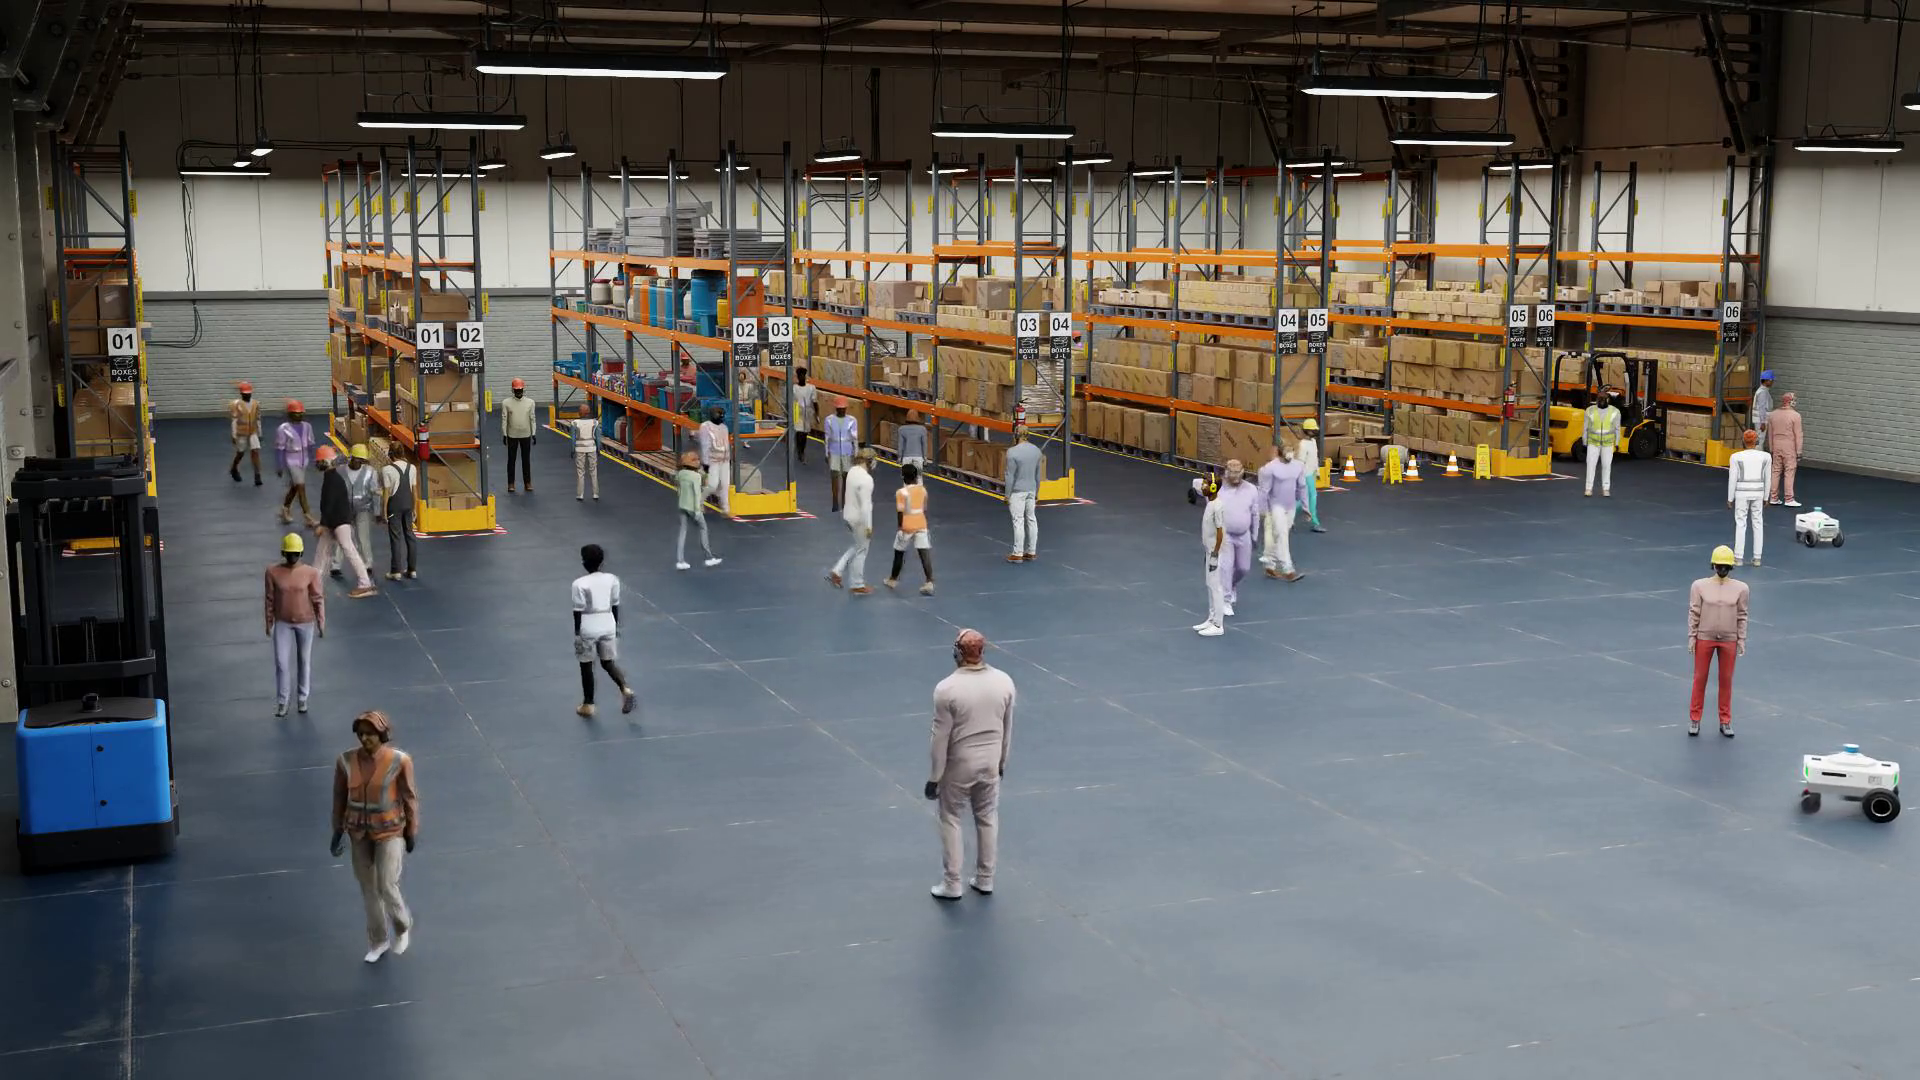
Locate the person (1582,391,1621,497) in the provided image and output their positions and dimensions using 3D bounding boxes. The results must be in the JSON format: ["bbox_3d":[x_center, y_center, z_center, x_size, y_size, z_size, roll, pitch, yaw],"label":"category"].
[{"bbox_3d":[11.116,-1.673,36.322,0.634,1.841,0.429,2,9,16],"label":"person"}]

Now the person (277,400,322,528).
[{"bbox_3d":[-10.413,-1.215,32.796,1.093,1.989,0.627,6,10,33],"label":"person"}]

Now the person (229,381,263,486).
[{"bbox_3d":[-13.007,-1.959,38.105,0.590,1.894,0.907,-7,11,-40],"label":"person"}]

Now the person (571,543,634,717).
[{"bbox_3d":[-3.408,0.871,19.883,0.635,1.683,0.541,8,12,44],"label":"person"}]

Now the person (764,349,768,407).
[{"bbox_3d":[-4.691,-4.195,52.934,0.835,1.896,0.558,7,11,38],"label":"person"}]

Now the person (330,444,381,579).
[{"bbox_3d":[-8.088,-0.392,27.970,0.680,1.795,0.449,-1,9,-9],"label":"person"}]

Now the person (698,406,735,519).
[{"bbox_3d":[-3.911,-1.246,33.582,0.627,1.806,0.648,7,11,38],"label":"person"}]

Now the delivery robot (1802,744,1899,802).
[{"bbox_3d":[7.121,1.877,16.752,0.707,0.478,0.477,3,9,22],"label":"delivery robot"}]

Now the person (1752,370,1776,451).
[{"bbox_3d":[15.313,-2.268,39.937,0.405,1.948,0.605,3,9,19],"label":"person"}]

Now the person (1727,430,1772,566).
[{"bbox_3d":[10.900,-0.587,28.939,0.573,1.885,0.356,1,9,4],"label":"person"}]

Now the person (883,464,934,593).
[{"bbox_3d":[-0.623,-0.156,26.842,0.546,1.643,0.880,-7,11,-39],"label":"person"}]

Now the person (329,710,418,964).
[{"bbox_3d":[-3.730,1.888,13.306,0.519,1.627,0.374,2,9,11],"label":"person"}]

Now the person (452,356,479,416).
[{"bbox_3d":[-11.825,-3.715,49.783,0.905,1.890,0.592,-8,11,-42],"label":"person"}]

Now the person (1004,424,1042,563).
[{"bbox_3d":[0.880,-0.655,29.240,0.623,1.933,0.361,-8,12,-42],"label":"person"}]

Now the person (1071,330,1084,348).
[{"bbox_3d":[3.107,-4.577,55.397,0.372,1.929,0.543,2,9,11],"label":"person"}]

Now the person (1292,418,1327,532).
[{"bbox_3d":[5.344,-1.015,32.236,0.703,1.746,0.550,4,9,26],"label":"person"}]

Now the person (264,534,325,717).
[{"bbox_3d":[-6.356,0.817,19.999,0.553,1.743,0.668,-2,9,-14],"label":"person"}]

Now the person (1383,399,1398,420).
[{"bbox_3d":[9.930,-3.421,48.342,0.483,1.737,0.320,8,12,43],"label":"person"}]

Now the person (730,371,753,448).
[{"bbox_3d":[-4.617,-2.750,44.173,0.517,1.639,0.313,-5,10,-28],"label":"person"}]

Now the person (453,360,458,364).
[{"bbox_3d":[-10.717,-2.926,44.704,0.600,1.830,0.403,-6,10,-35],"label":"person"}]

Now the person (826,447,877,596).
[{"bbox_3d":[-1.313,-0.230,26.491,0.564,1.904,0.669,-3,9,-20],"label":"person"}]

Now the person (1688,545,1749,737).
[{"bbox_3d":[6.970,0.921,19.277,0.525,1.769,0.308,2,9,11],"label":"person"}]

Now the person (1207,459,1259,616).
[{"bbox_3d":[3.300,-0.058,25.435,0.649,1.890,0.663,-2,9,-11],"label":"person"}]

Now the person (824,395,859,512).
[{"bbox_3d":[-1.945,-1.407,34.312,0.565,1.904,0.846,0,9,-1],"label":"person"}]

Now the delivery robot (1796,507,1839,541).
[{"bbox_3d":[12.627,-0.236,30.842,0.477,0.478,0.707,-1,8,-6],"label":"delivery robot"}]

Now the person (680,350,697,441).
[{"bbox_3d":[-5.968,-3.152,45.686,0.613,1.991,0.392,-3,9,-19],"label":"person"}]

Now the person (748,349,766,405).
[{"bbox_3d":[-5.028,-3.927,51.187,0.616,1.896,0.885,8,11,41],"label":"person"}]

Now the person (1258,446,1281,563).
[{"bbox_3d":[4.379,-0.500,29.193,0.505,1.633,0.279,-2,9,-14],"label":"person"}]

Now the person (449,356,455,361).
[{"bbox_3d":[-12.236,-3.852,50.776,0.532,1.864,0.310,-4,10,-26],"label":"person"}]

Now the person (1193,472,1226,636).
[{"bbox_3d":[2.883,0.157,24.063,0.323,1.861,0.528,0,9,-3],"label":"person"}]

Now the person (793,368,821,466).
[{"bbox_3d":[-3.059,-2.420,41.054,0.613,1.908,1.009,-4,9,-24],"label":"person"}]

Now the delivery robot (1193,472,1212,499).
[{"bbox_3d":[4.197,-0.897,35.246,0.477,0.478,0.707,-3,9,-17],"label":"delivery robot"}]

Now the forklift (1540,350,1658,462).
[{"bbox_3d":[12.897,-2.725,42.309,2.313,2.155,1.214,-3,9,-21],"label":"forklift"}]

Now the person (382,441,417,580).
[{"bbox_3d":[-7.443,-0.397,27.835,0.332,1.840,0.503,8,11,41],"label":"person"}]

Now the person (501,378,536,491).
[{"bbox_3d":[-7.817,-1.871,37.129,0.609,1.995,0.378,-3,9,-21],"label":"person"}]

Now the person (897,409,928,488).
[{"bbox_3d":[-0.793,-1.369,34.985,0.509,1.632,0.269,0,9,-2],"label":"person"}]

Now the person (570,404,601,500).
[{"bbox_3d":[-6.411,-1.504,35.869,0.522,1.638,0.310,-3,9,-18],"label":"person"}]

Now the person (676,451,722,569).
[{"bbox_3d":[-3.631,-0.421,28.752,0.517,1.603,0.755,7,11,40],"label":"person"}]

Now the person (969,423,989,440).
[{"bbox_3d":[0.377,-2.668,43.002,0.594,1.828,1.013,-3,9,-19],"label":"person"}]

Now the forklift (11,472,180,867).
[{"bbox_3d":[-6.630,0.886,15.957,1.129,2.768,1.873,-3,9,-21],"label":"forklift"}]

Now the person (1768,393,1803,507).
[{"bbox_3d":[13.838,-1.514,35.046,0.408,1.909,0.642,-5,10,-30],"label":"person"}]

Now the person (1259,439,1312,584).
[{"bbox_3d":[4.300,-0.387,27.585,0.644,1.883,1.000,-5,10,-30],"label":"person"}]

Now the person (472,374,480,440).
[{"bbox_3d":[-10.814,-3.080,45.876,0.596,1.795,0.904,-8,12,-43],"label":"person"}]

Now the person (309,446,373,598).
[{"bbox_3d":[-7.905,-0.214,26.292,1.055,1.928,0.642,-4,10,-27],"label":"person"}]

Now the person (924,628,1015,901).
[{"bbox_3d":[0.057,1.556,14.581,0.672,1.908,0.406,-5,10,-29],"label":"person"}]
